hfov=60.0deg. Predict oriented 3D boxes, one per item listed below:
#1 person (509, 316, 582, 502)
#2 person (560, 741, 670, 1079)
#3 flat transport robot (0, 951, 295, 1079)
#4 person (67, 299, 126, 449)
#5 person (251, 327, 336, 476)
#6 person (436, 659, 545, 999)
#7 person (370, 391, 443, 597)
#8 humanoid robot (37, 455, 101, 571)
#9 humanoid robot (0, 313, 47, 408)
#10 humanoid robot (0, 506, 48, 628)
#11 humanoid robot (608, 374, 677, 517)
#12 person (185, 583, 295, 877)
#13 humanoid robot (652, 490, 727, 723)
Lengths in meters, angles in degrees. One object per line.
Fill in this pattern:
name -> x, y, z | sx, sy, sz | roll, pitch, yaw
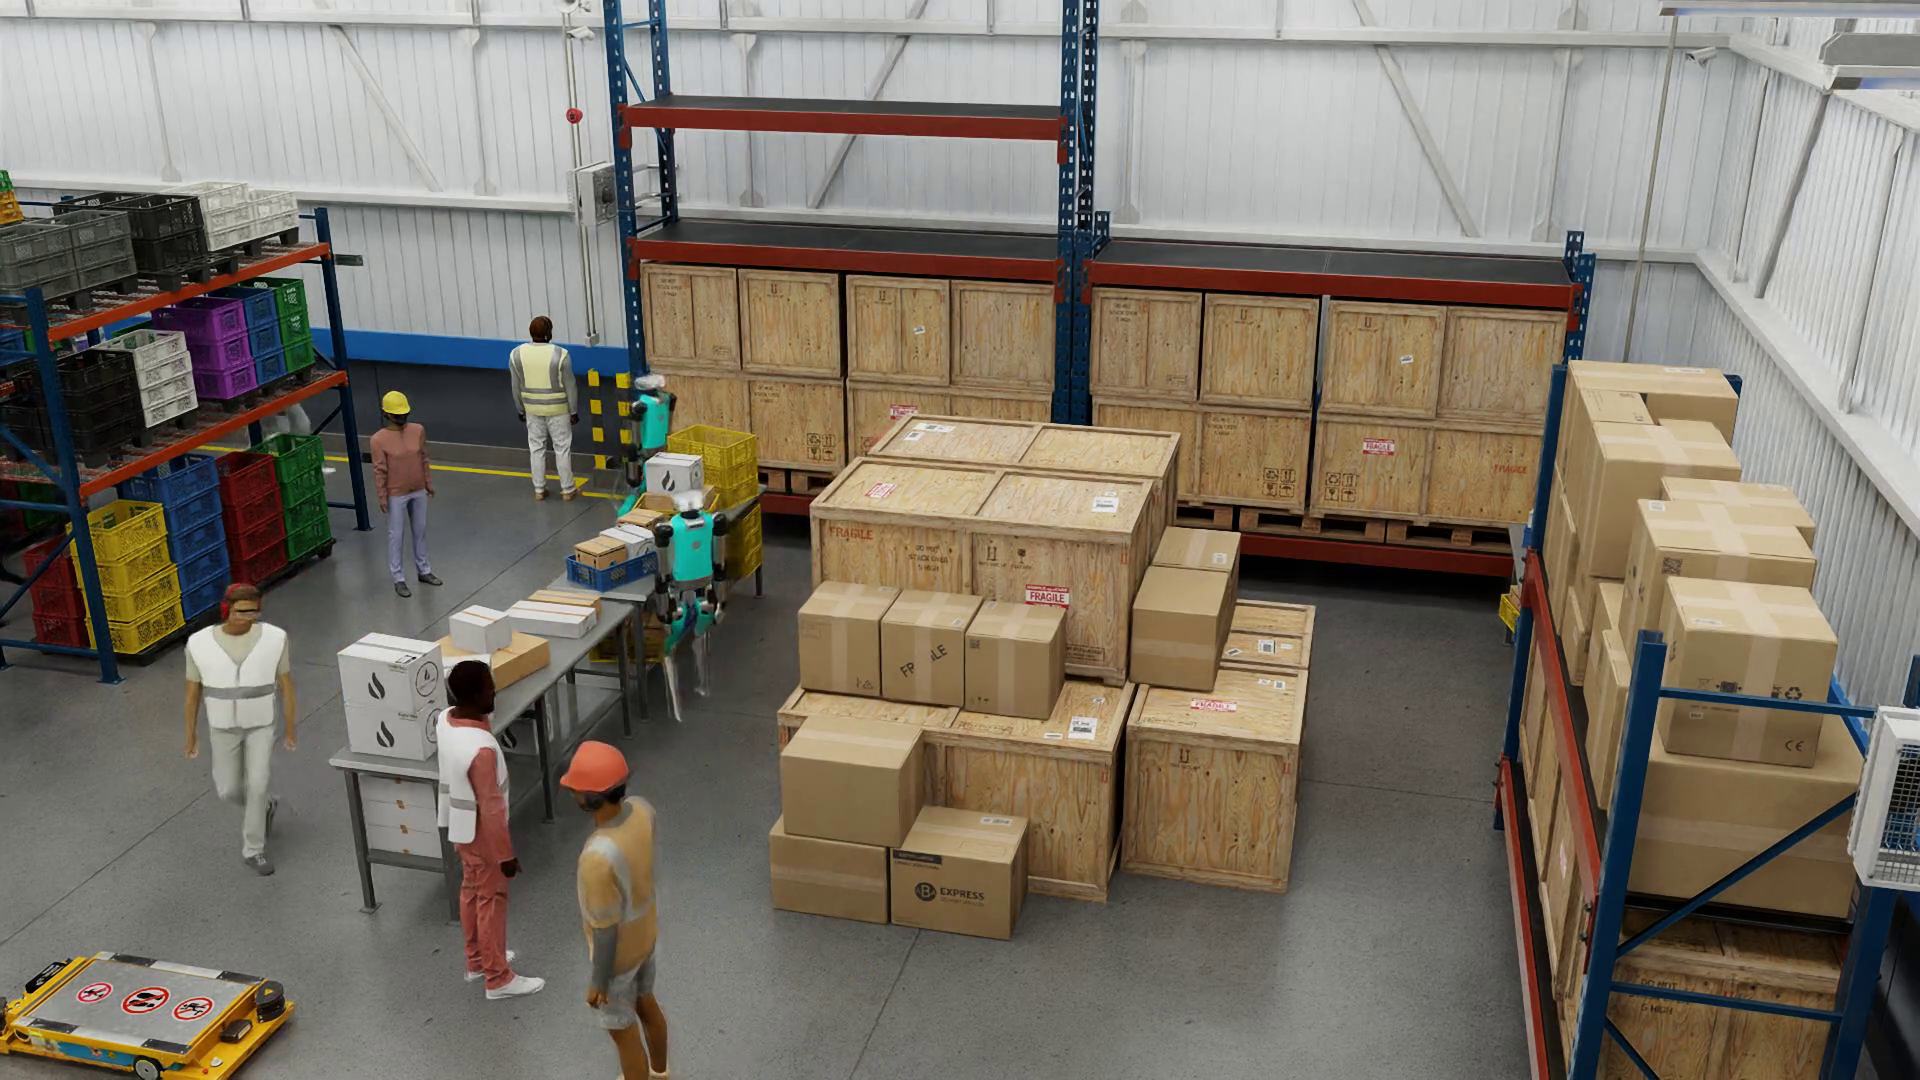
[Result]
person -> -4.005, -1.270, 16.165 | 0.635, 1.841, 0.429 | 2, 21, 6
person -> -1.599, 1.858, 7.704 | 0.389, 2.040, 0.613 | 4, 21, 11
flat transport robot -> -4.270, 2.464, 8.601 | 1.431, 0.231, 0.659 | 5, 22, 13
person -> -9.191, -1.900, 17.549 | 0.388, 2.034, 0.604 | -2, 21, -5
person -> -6.875, -1.479, 16.725 | 0.816, 1.821, 0.531 | -5, 21, -12
person -> -2.519, 1.534, 8.738 | 0.381, 1.916, 0.652 | -14, 25, -33
person -> -4.659, -0.404, 14.003 | 0.313, 1.767, 0.533 | 15, 26, 35
humanoid robot -> -7.765, -0.510, 14.491 | 0.757, 1.609, 0.609 | -15, 25, -34
humanoid robot -> -9.455, -1.385, 16.721 | 0.884, 1.820, 0.530 | -9, 23, -22
humanoid robot -> -7.751, -0.106, 13.379 | 0.593, 1.638, 0.683 | 17, 27, 38
humanoid robot -> -2.842, -0.622, 14.592 | 0.881, 1.740, 0.559 | 11, 24, 27
person -> -4.309, 1.111, 9.989 | 0.641, 1.802, 0.591 | -7, 22, -19
humanoid robot -> -2.016, 0.431, 11.925 | 0.530, 1.800, 0.803 | -13, 24, -30
